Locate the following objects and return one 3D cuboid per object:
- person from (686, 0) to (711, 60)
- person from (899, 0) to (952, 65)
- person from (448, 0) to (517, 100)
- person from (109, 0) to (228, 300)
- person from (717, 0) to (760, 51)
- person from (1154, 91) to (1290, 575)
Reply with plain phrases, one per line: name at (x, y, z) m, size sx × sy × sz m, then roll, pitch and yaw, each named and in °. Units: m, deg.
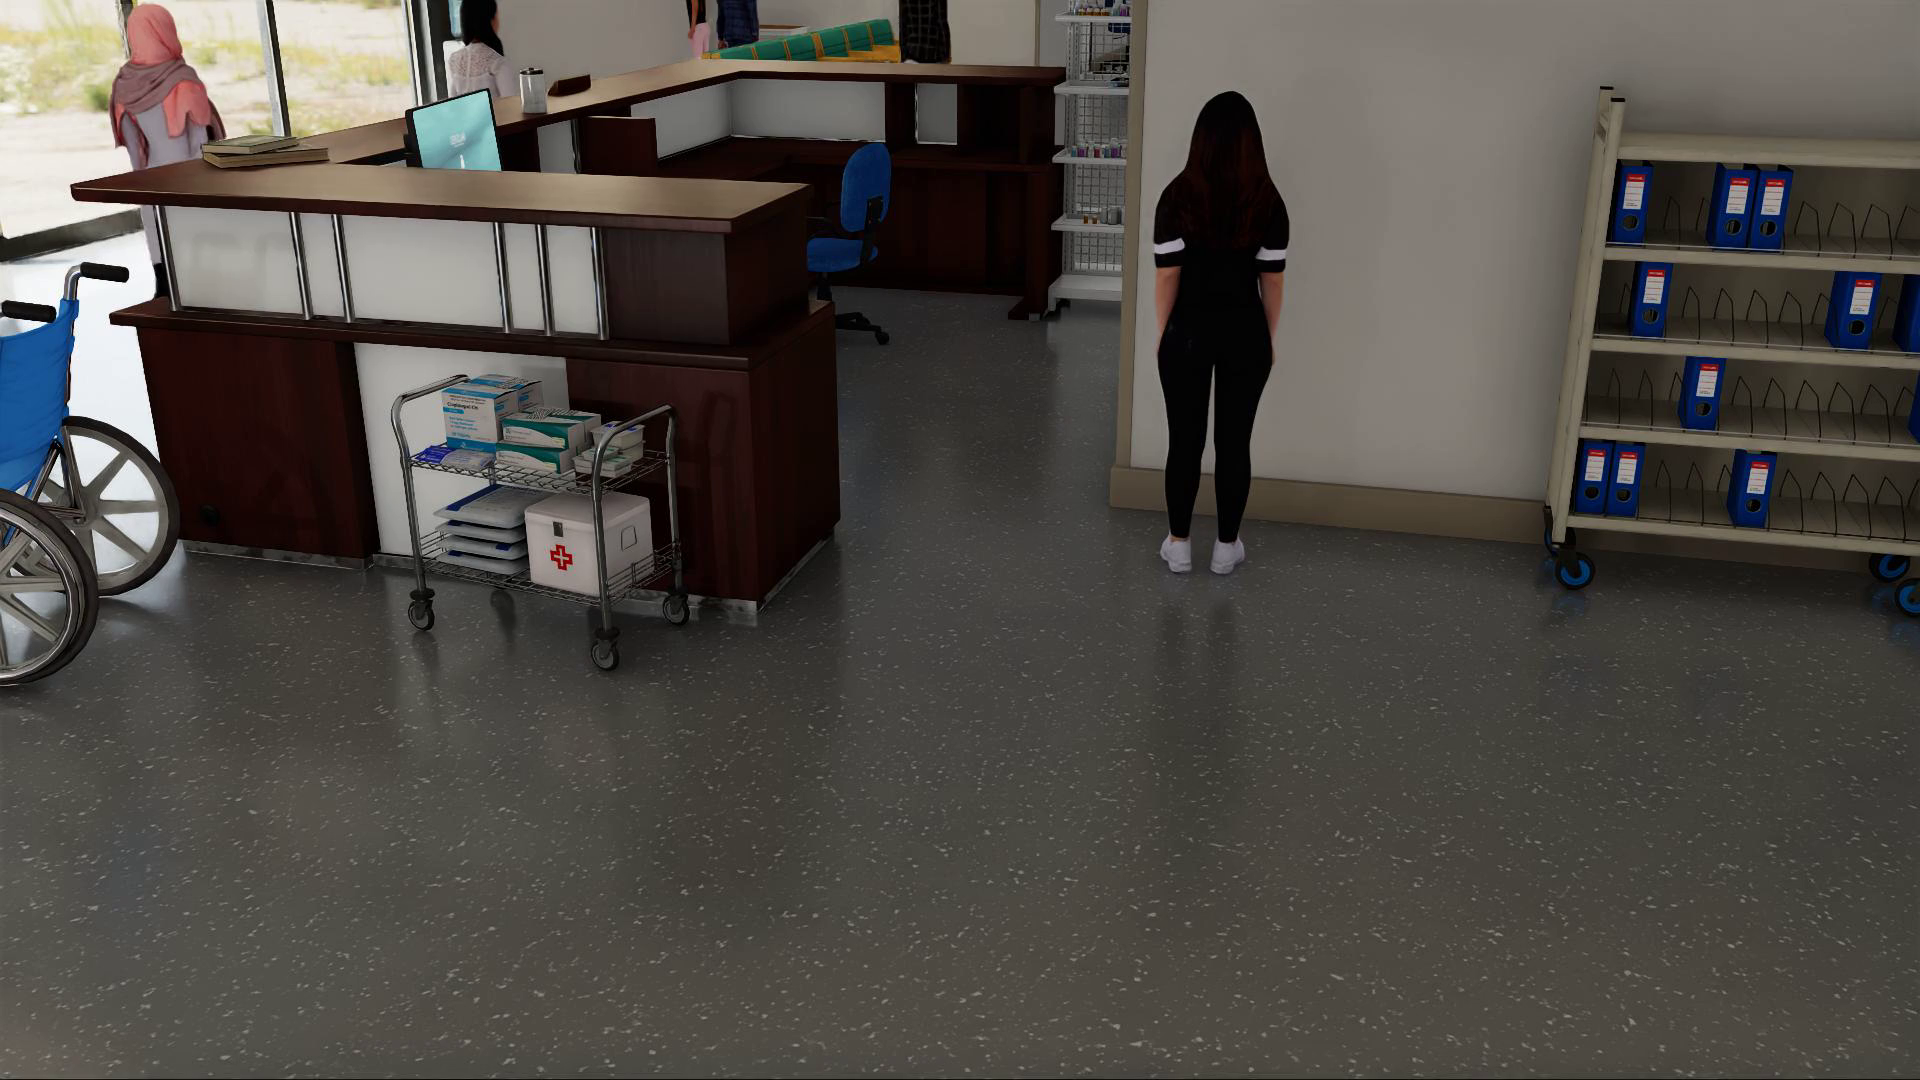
person at (-3.219, -6.277, 20.522) m, size 0.493 × 1.564 × 0.534 m, roll 6°, pitch 22°, yaw 15°
person at (-0.350, -4.248, 14.817) m, size 0.649 × 1.811 × 0.803 m, roll 9°, pitch 23°, yaw 23°
person at (-2.647, -2.173, 9.423) m, size 0.533 × 1.750 × 0.712 m, roll 11°, pitch 23°, yaw 27°
person at (-3.565, -1.450, 7.514) m, size 1.132 × 1.751 × 0.774 m, roll 4°, pitch 21°, yaw 9°
person at (-2.395, -5.364, 17.781) m, size 1.038 × 1.798 × 0.959 m, roll 15°, pitch 25°, yaw 34°
person at (0.866, -0.684, 5.651) m, size 0.580 × 1.637 × 0.705 m, roll 2°, pitch 21°, yaw 4°
